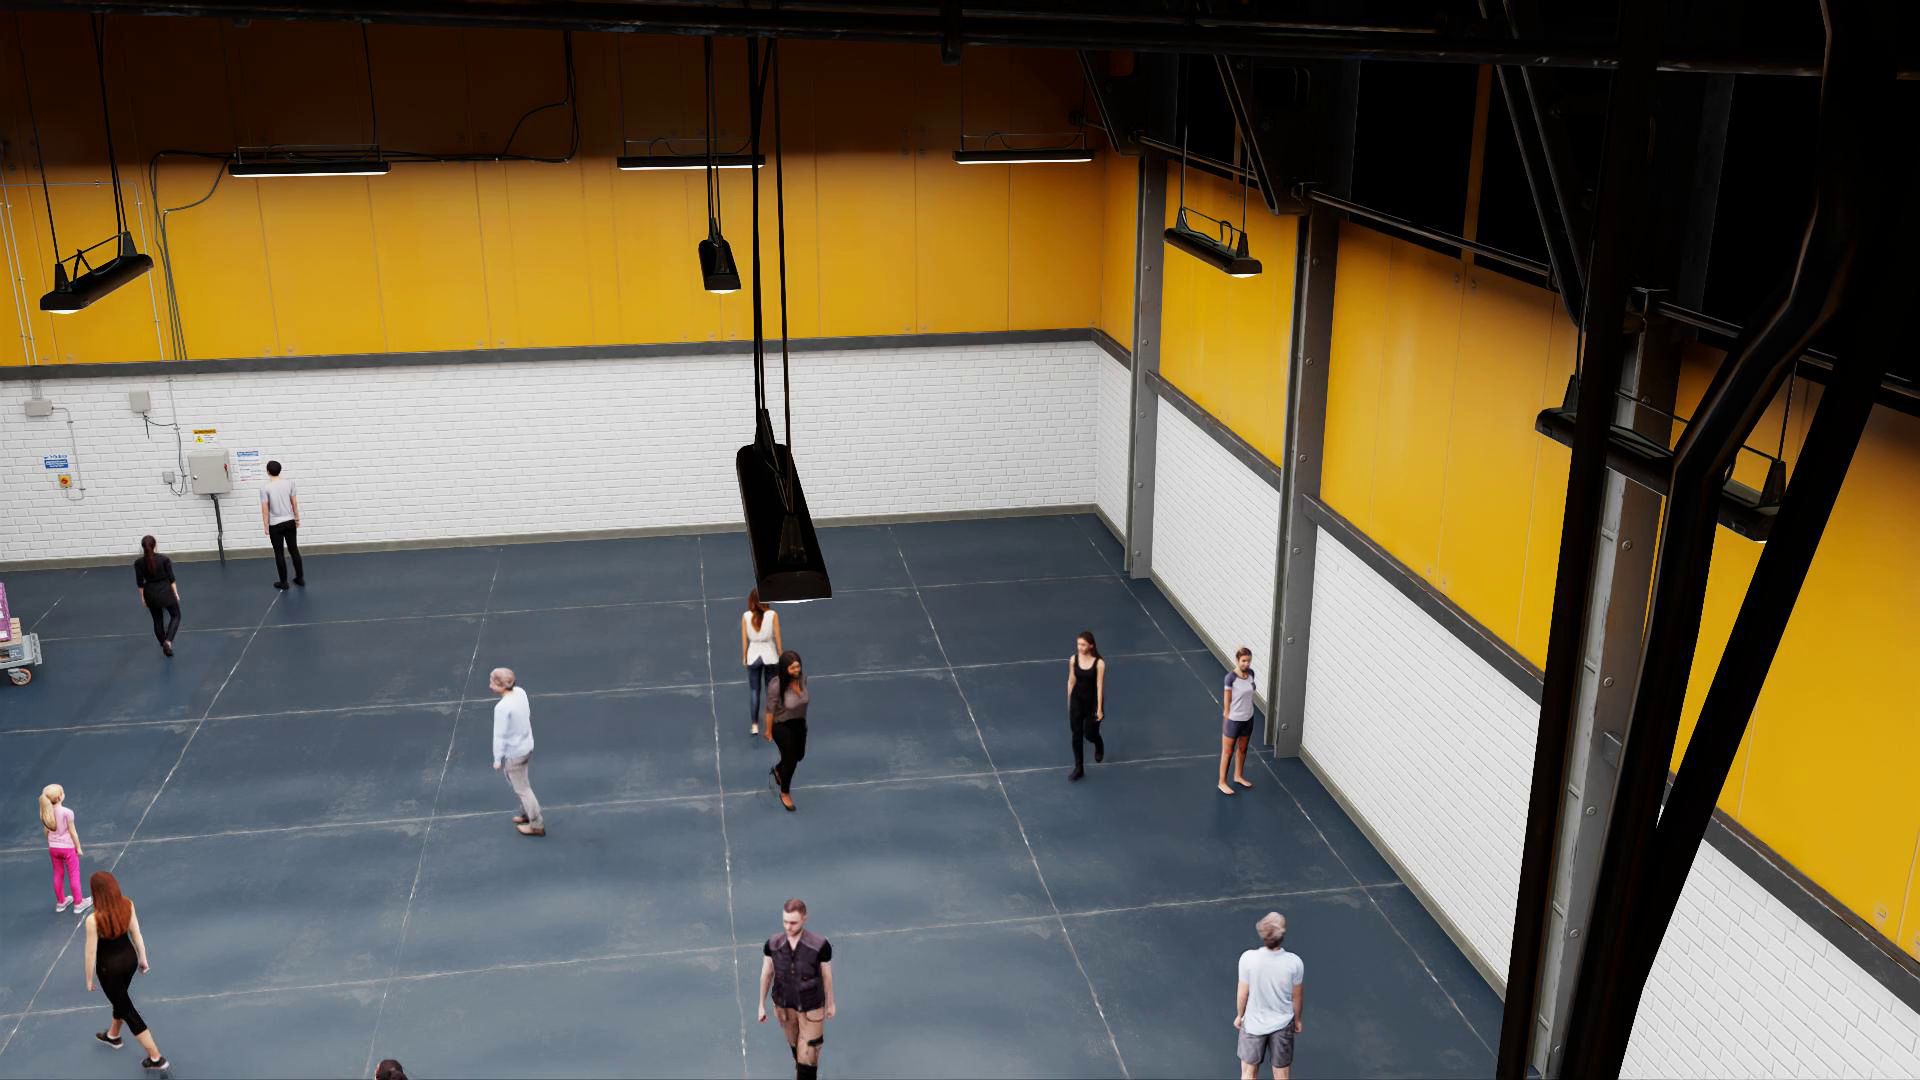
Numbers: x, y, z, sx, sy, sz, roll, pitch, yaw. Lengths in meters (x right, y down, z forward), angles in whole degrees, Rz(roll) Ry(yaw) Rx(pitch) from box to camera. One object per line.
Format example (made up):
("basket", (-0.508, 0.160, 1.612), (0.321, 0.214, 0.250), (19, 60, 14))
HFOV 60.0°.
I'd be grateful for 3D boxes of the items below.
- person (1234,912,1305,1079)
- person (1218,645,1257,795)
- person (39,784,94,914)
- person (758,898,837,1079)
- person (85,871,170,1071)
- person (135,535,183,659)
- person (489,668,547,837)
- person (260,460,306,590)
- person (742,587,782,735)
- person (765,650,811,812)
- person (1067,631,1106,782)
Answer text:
("person", (2.286, 3.604, 12.351), (0.724, 1.829, 0.678), (3, 19, 8))
("person", (2.966, 1.898, 17.741), (0.658, 1.622, 0.651), (-12, 22, -33))
("person", (-8.345, 2.854, 15.456), (0.535, 1.269, 0.558), (3, 19, 8))
("person", (-1.185, 3.501, 12.695), (1.003, 1.806, 1.200), (5, 19, 15))
("person", (-6.583, 3.429, 13.103), (1.079, 1.682, 1.126), (9, 21, 25))
("person", (-10.160, 0.762, 21.075), (0.609, 1.649, 0.716), (-3, 19, -8))
("person", (-4.345, 2.137, 16.653), (0.871, 1.865, 0.763), (5, 19, 13))
("person", (-9.646, -0.223, 23.666), (0.741, 1.861, 0.749), (-17, 25, -41))
("person", (-2.265, 1.382, 19.017), (0.671, 1.787, 0.730), (0, 19, 0))
("person", (-1.843, 1.953, 17.313), (1.063, 1.792, 0.956), (16, 24, 39))
("person", (1.403, 1.771, 18.033), (0.887, 1.677, 0.968), (11, 21, 29))
